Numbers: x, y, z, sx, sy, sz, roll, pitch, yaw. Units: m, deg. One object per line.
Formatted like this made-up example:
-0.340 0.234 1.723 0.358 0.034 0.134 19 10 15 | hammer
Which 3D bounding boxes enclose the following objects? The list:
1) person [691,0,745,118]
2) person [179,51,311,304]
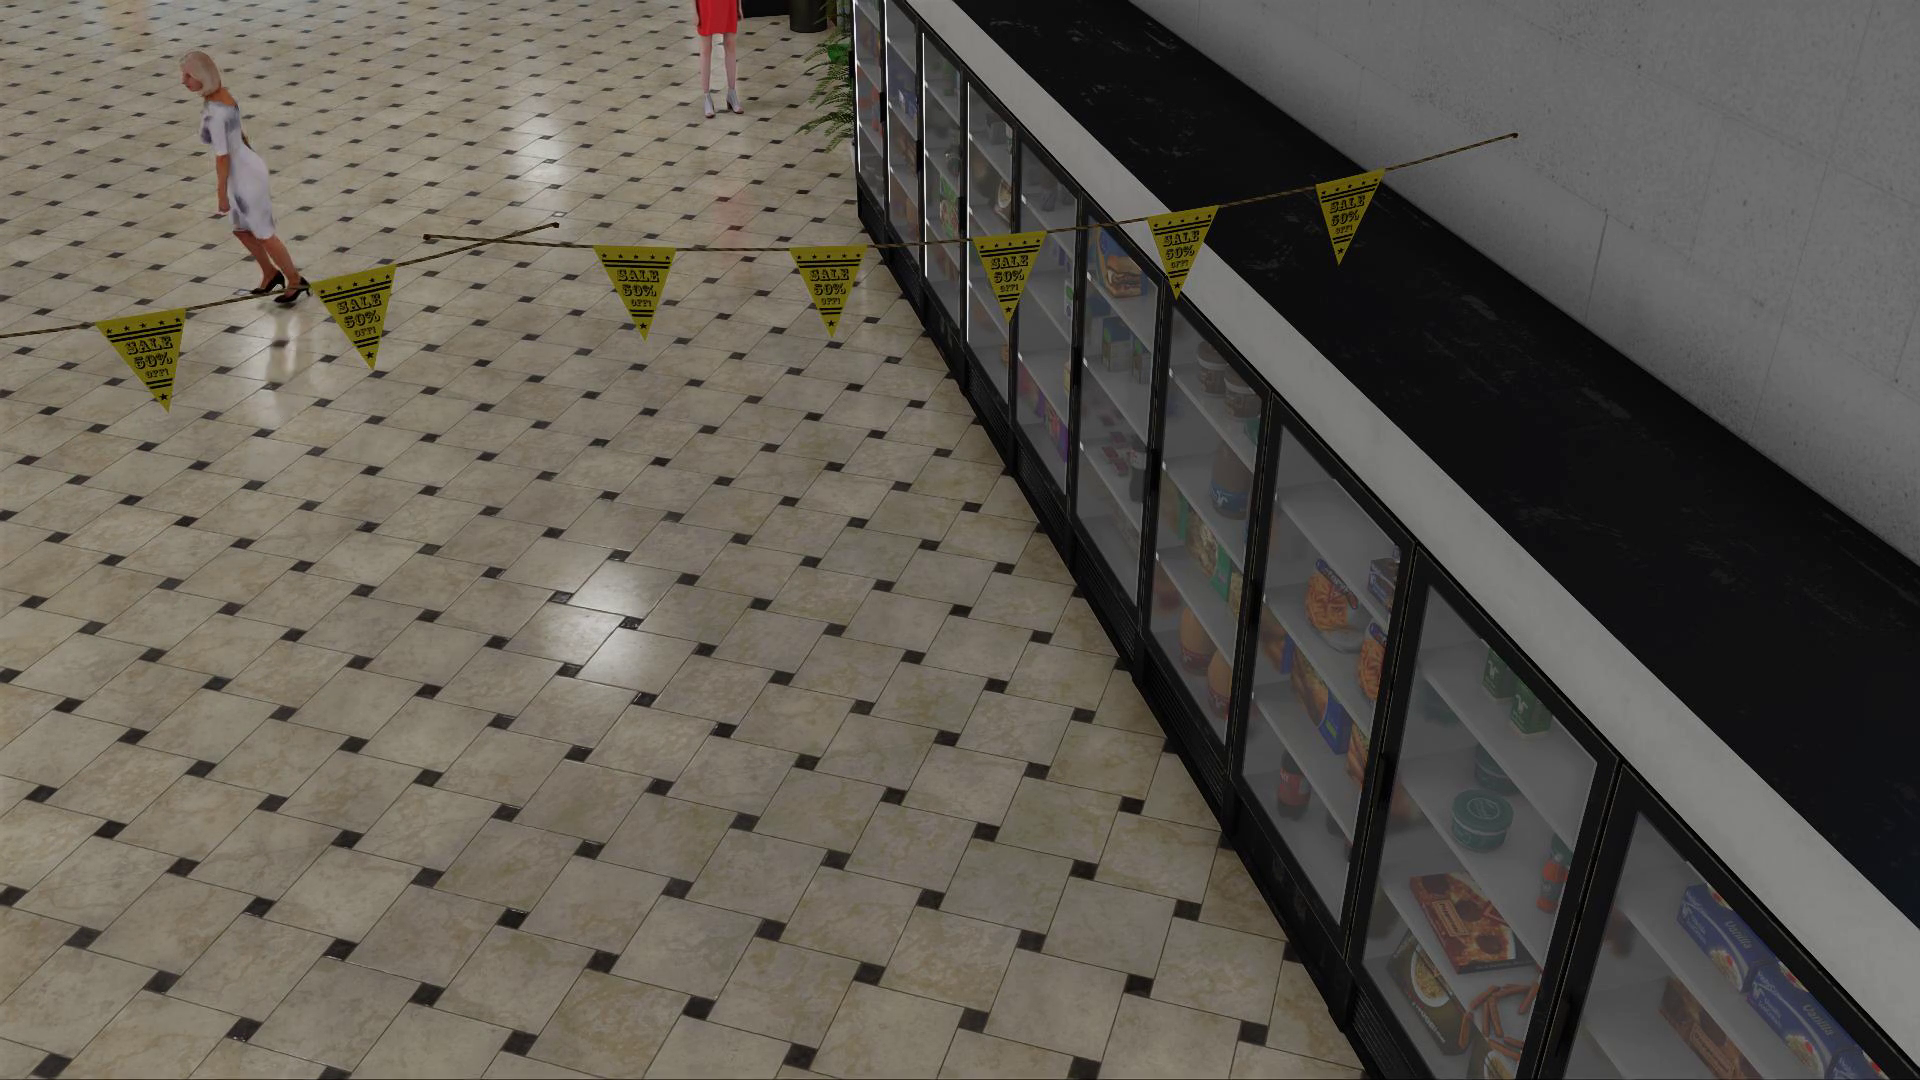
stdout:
-2.084 -4.564 14.255 0.510 1.826 0.699 -14 35 -21 | person
-4.567 -2.326 10.769 0.693 1.709 0.595 -6 32 -9 | person
